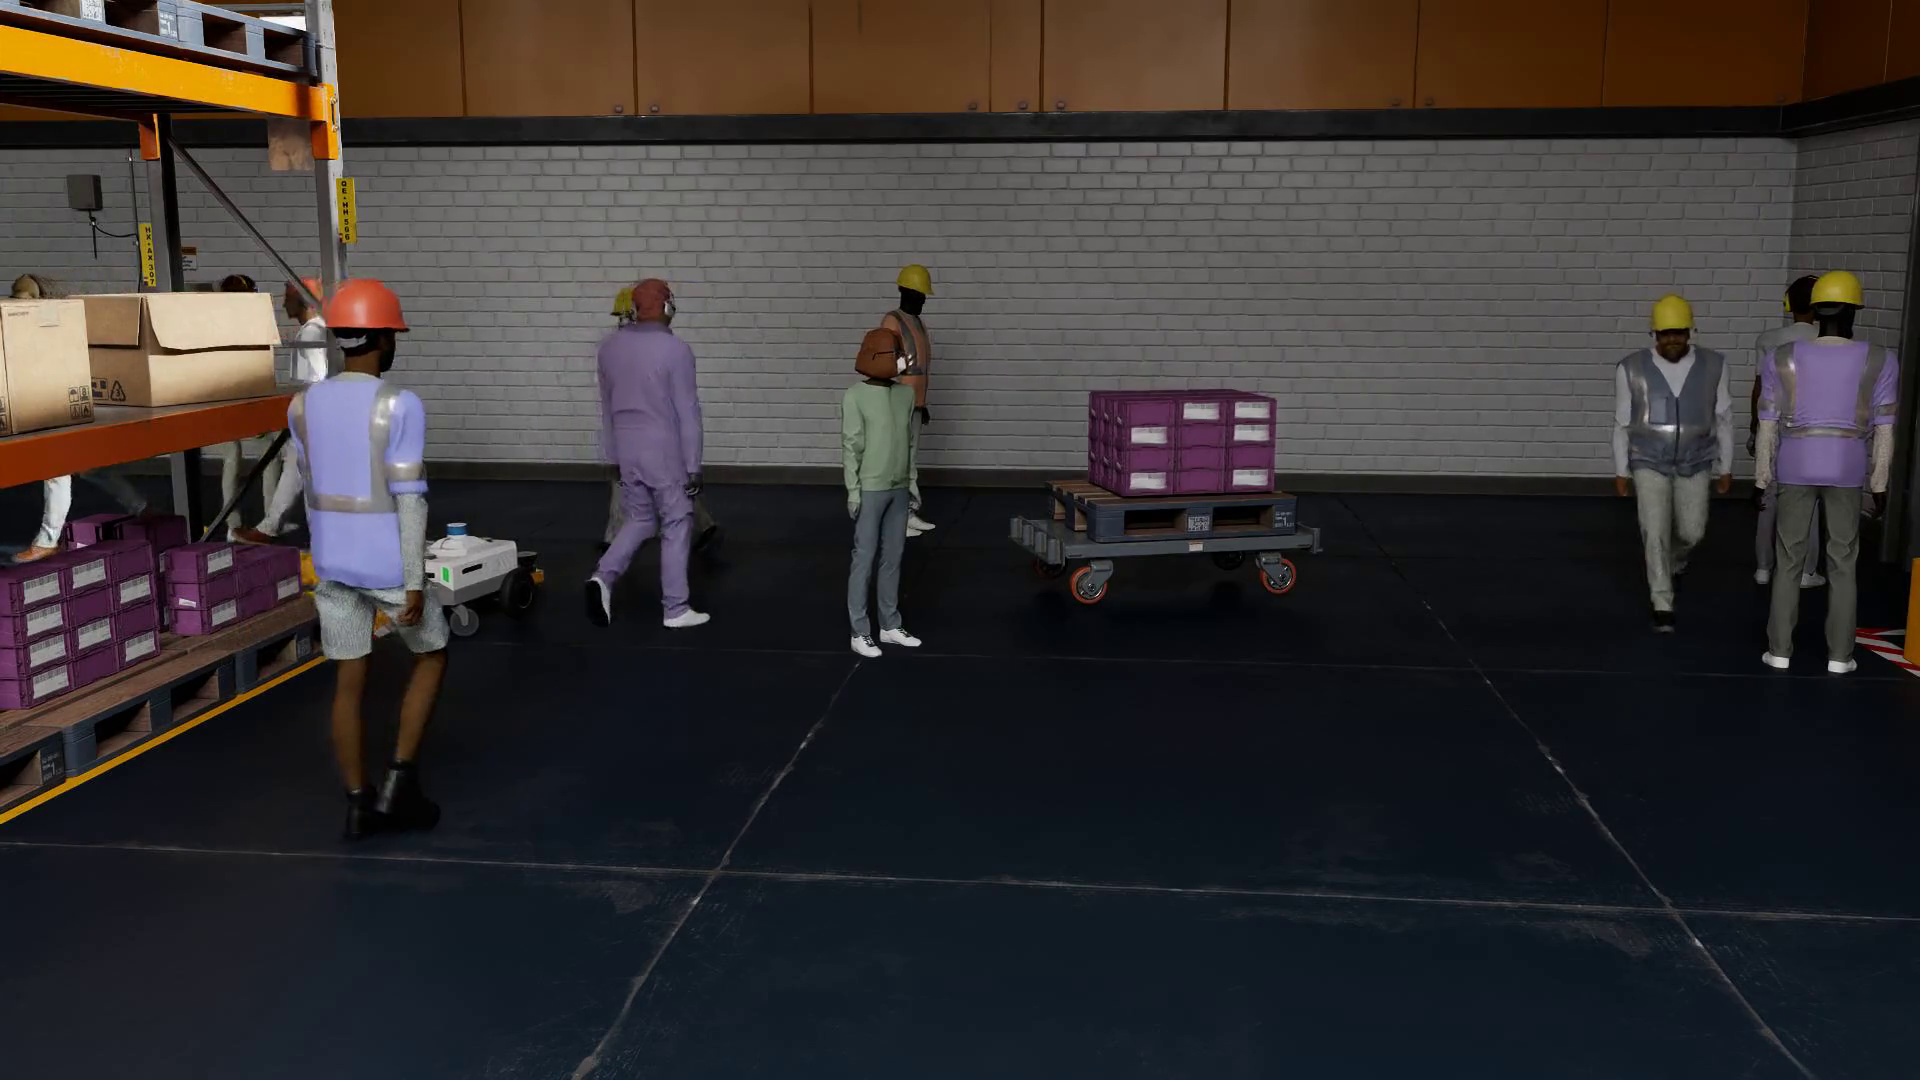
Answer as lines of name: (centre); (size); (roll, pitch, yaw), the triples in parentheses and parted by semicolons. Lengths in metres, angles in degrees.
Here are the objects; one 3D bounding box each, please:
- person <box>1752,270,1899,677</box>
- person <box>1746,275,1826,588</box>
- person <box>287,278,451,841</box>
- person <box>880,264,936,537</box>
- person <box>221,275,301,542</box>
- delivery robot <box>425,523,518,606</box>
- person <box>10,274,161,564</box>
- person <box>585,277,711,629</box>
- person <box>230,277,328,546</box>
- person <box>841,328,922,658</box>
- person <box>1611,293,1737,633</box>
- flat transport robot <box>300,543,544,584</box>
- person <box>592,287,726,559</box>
person: (4.103, -0.313, 7.935); (0.591, 1.923, 0.381); (5, 11, 26)
person: (5.016, -0.648, 10.007); (0.517, 1.873, 0.334); (7, 12, 36)
person: (-2.017, 0.077, 5.706); (0.542, 1.921, 0.432); (3, 10, 15)
person: (-0.359, -0.989, 11.832); (0.382, 1.917, 0.585); (3, 10, 18)
person: (-5.006, -0.920, 11.663); (0.569, 1.846, 0.607); (3, 10, 16)
delivery robot: (-2.691, 0.152, 8.927); (0.477, 0.478, 0.707); (3, 10, 17)
person: (-5.863, -0.833, 11.081); (0.663, 1.885, 1.039); (7, 12, 36)
person: (-1.651, -0.434, 8.746); (0.671, 1.882, 0.634); (7, 12, 34)
person: (-4.433, -0.849, 11.247); (0.954, 1.831, 0.588); (-2, 10, -12)
person: (-0.388, -0.242, 8.355); (0.272, 1.634, 0.507); (8, 13, 40)
person: (3.830, -0.433, 8.990); (0.632, 1.797, 0.700); (3, 10, 14)
flat transport robot: (-3.271, 0.160, 9.958); (1.431, 0.197, 0.652); (5, 11, 25)
person: (-1.999, -0.753, 10.879); (0.889, 1.789, 0.631); (5, 11, 25)
